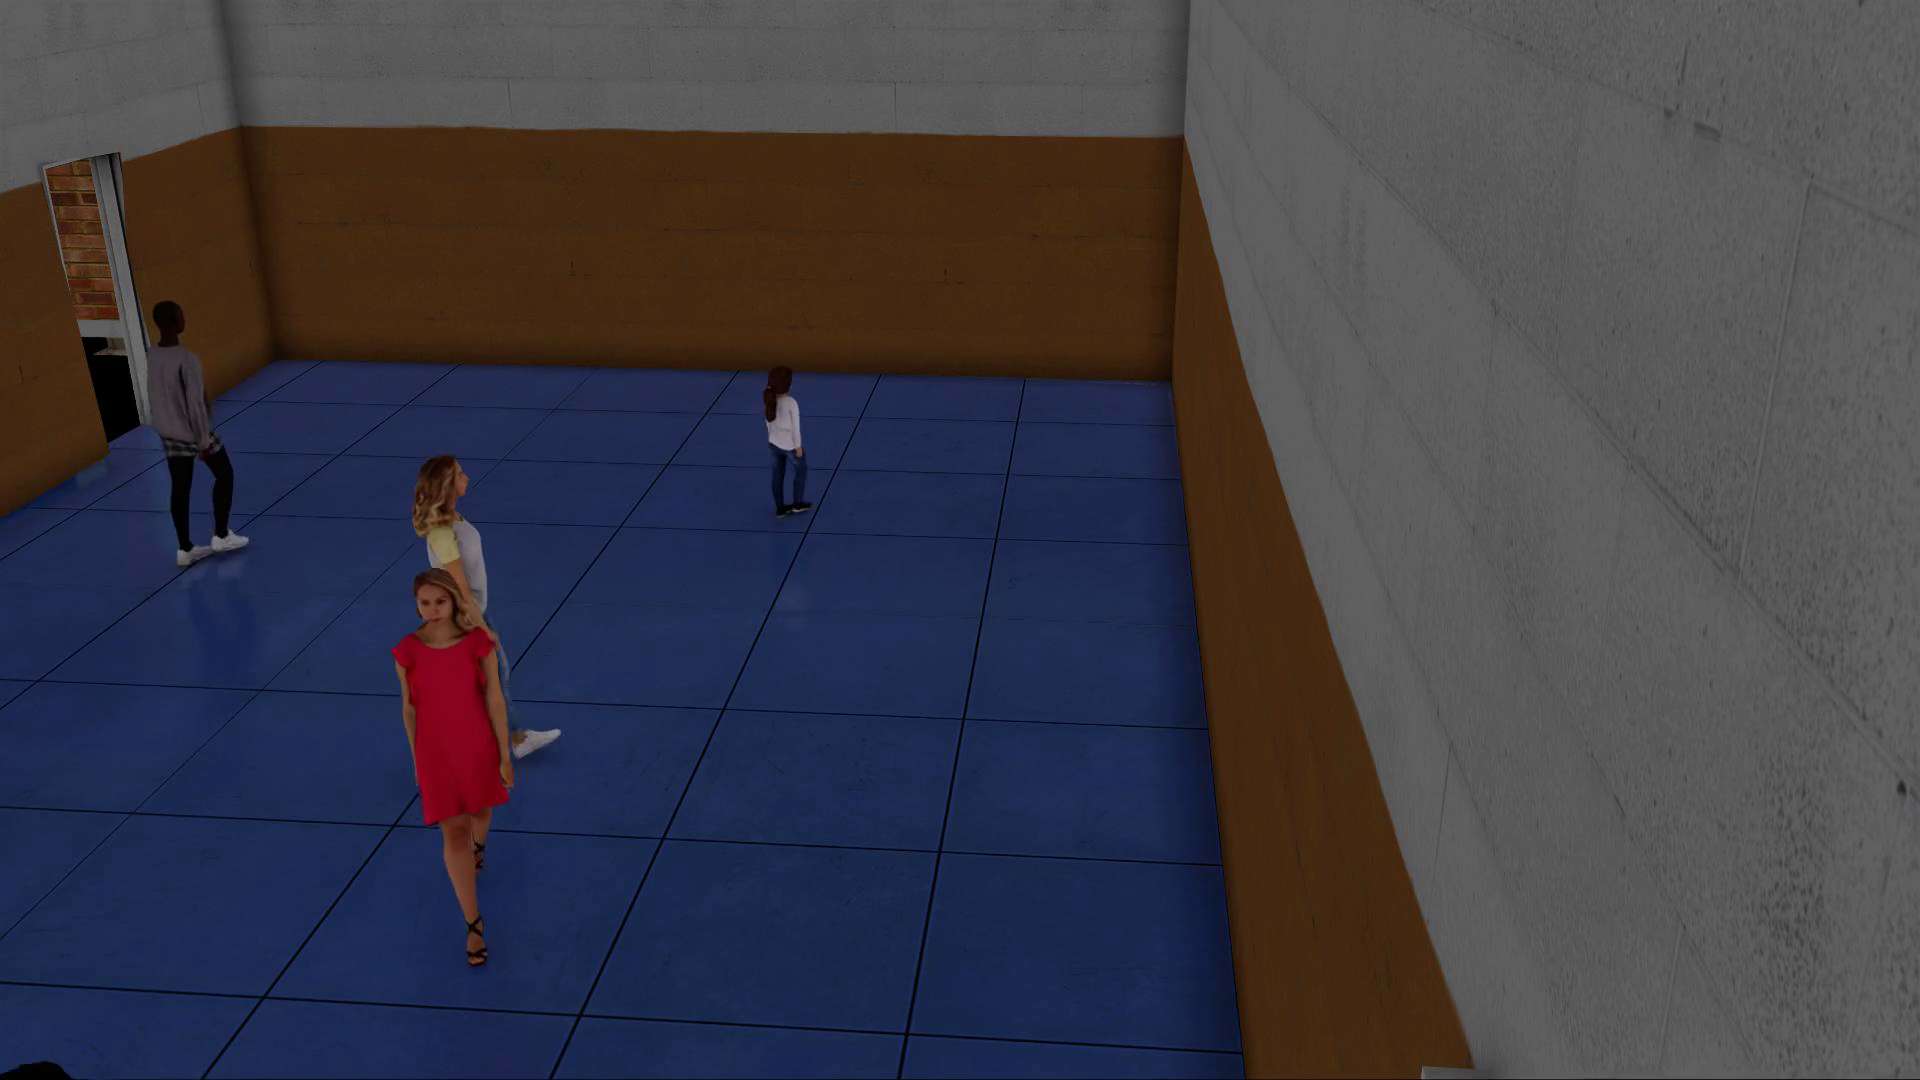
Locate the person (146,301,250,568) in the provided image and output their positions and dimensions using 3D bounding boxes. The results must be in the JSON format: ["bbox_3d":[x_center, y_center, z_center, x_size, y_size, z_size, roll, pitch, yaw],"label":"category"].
[{"bbox_3d":[-5.116,-0.660,10.830,0.729,1.754,0.778,7,23,17],"label":"person"}]

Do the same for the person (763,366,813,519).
[{"bbox_3d":[-1.269,-0.684,11.760,0.559,1.105,0.612,12,25,27],"label":"person"}]

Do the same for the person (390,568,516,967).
[{"bbox_3d":[-2.125,0.883,7.081,1.057,1.687,0.911,-6,23,-16],"label":"person"}]

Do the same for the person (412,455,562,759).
[{"bbox_3d":[-2.537,0.419,8.185,0.989,1.709,0.833,-6,23,-16],"label":"person"}]
